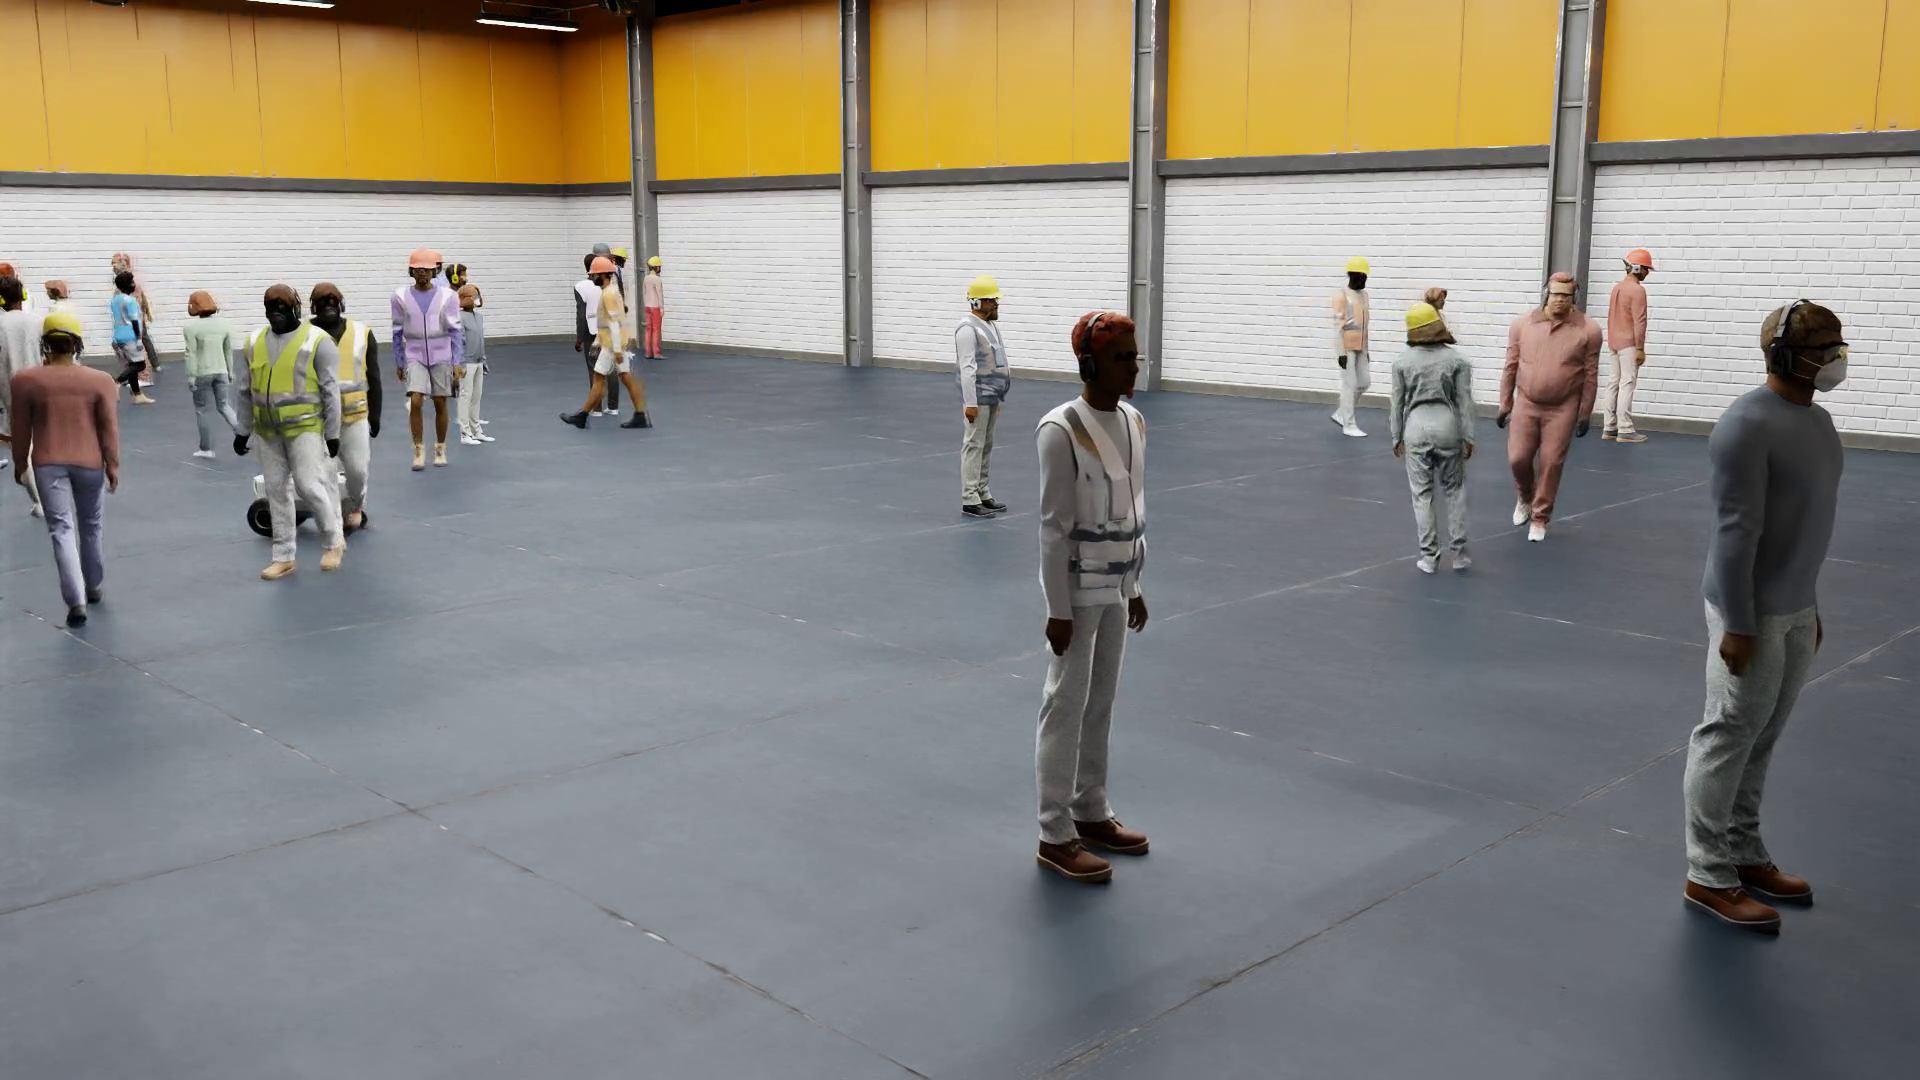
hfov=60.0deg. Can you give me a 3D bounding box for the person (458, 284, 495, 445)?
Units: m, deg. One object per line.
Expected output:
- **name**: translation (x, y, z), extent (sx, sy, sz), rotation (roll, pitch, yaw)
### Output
- **person**: translation (-5.000, -1.798, 17.059), extent (0.280, 1.633, 0.500), rotation (2, 11, 12)

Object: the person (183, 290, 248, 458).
- **person**: translation (-7.113, -1.569, 15.832), extent (0.609, 1.615, 0.511), rotation (6, 12, 32)

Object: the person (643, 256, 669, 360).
- **person**: translation (-5.247, -3.991, 28.658), extent (0.325, 1.767, 0.533), rotation (-9, 14, -41)

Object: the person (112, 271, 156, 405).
- **person**: translation (-10.420, -2.508, 20.771), extent (0.545, 1.684, 0.545), rotation (10, 14, 44)

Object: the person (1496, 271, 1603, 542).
- **person**: translation (4.118, -0.934, 11.657), extent (0.669, 1.884, 0.503), rotation (5, 11, 24)

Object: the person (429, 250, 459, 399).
- **person**: translation (-6.803, -2.801, 21.712), extent (0.376, 1.933, 0.545), rotation (10, 14, 42)

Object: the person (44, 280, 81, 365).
- **person**: translation (-10.437, -2.187, 19.197), extent (0.650, 1.612, 0.547), rotation (-2, 11, -9)

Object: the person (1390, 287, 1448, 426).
- **person**: translation (4.793, -1.799, 17.122), extent (0.740, 1.616, 0.522), rotation (9, 14, 41)

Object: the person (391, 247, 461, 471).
- **person**: translation (-4.838, -1.633, 15.118), extent (0.613, 2.015, 0.840), rotation (-3, 11, -14)

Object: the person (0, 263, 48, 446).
- **person**: translation (-9.528, -1.818, 16.570), extent (0.896, 1.848, 0.611), rotation (3, 11, 15)

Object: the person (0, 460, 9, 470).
- **person**: translation (-8.854, -1.455, 14.714), extent (0.948, 1.813, 0.510), rotation (2, 11, 9)

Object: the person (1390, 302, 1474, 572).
- **person**: translation (2.992, -0.651, 10.602), extent (0.523, 1.708, 0.419), rotation (3, 11, 15)

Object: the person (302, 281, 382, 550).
- **person**: translation (-4.308, -0.863, 11.450), extent (0.631, 1.825, 0.650), rotation (-4, 11, -22)

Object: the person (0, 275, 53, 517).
- **person**: translation (-7.215, -1.118, 12.838), extent (0.520, 1.818, 0.924), rotation (-6, 12, -30)

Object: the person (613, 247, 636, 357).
- **person**: translation (-5.981, -4.182, 29.285), extent (0.377, 1.918, 0.585), rotation (-7, 12, -33)

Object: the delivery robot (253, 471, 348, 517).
- **delivery robot**: translation (-4.676, -0.371, 11.964), extent (0.707, 0.478, 0.477), rotation (0, 10, 0)

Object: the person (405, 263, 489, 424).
- **person**: translation (-5.846, -2.203, 18.791), extent (0.855, 1.839, 0.518), rotation (-3, 11, -15)

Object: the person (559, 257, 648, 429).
- **person**: translation (-3.935, -2.150, 18.278), extent (1.005, 1.884, 0.564), rotation (-1, 10, -3)

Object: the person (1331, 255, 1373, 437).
- **person**: translation (4.200, -2.067, 17.745), extent (0.621, 1.924, 0.477), rotation (-9, 14, -41)

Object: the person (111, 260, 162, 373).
- **person**: translation (-12.714, -3.460, 25.670), extent (0.449, 1.802, 0.646), rotation (2, 11, 8)

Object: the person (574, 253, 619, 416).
- **person**: translation (-4.281, -2.416, 19.663), extent (0.399, 1.916, 0.590), rotation (10, 14, 43)

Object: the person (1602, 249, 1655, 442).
- **person**: translation (6.946, -2.012, 17.268), extent (0.401, 1.984, 0.612), rotation (-1, 10, -5)

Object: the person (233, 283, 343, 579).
- **person**: translation (-4.204, -0.678, 10.404), extent (0.652, 1.836, 0.478), rotation (2, 11, 13)

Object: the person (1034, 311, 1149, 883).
- **person**: translation (0.454, 0.180, 5.596), extent (0.359, 1.882, 0.575), rotation (7, 12, 33)

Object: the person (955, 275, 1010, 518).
- **person**: translation (0.178, -1.092, 12.667), extent (0.404, 1.830, 0.602), rotation (4, 11, 19)

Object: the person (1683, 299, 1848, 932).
- **person**: translation (2.527, 0.224, 5.200), extent (0.627, 1.941, 0.372), rotation (-10, 14, -42)

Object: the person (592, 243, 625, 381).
- **person**: translation (-5.204, -3.324, 24.270), extent (0.566, 2.000, 0.709), rotation (2, 11, 11)

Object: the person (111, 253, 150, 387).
- **person**: translation (-11.735, -3.076, 23.352), extent (0.592, 1.886, 0.648), rotation (-5, 12, -27)

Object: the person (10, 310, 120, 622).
- **person**: translation (-5.002, -0.424, 9.329), extent (0.535, 1.714, 0.902), rotation (-6, 12, -31)
